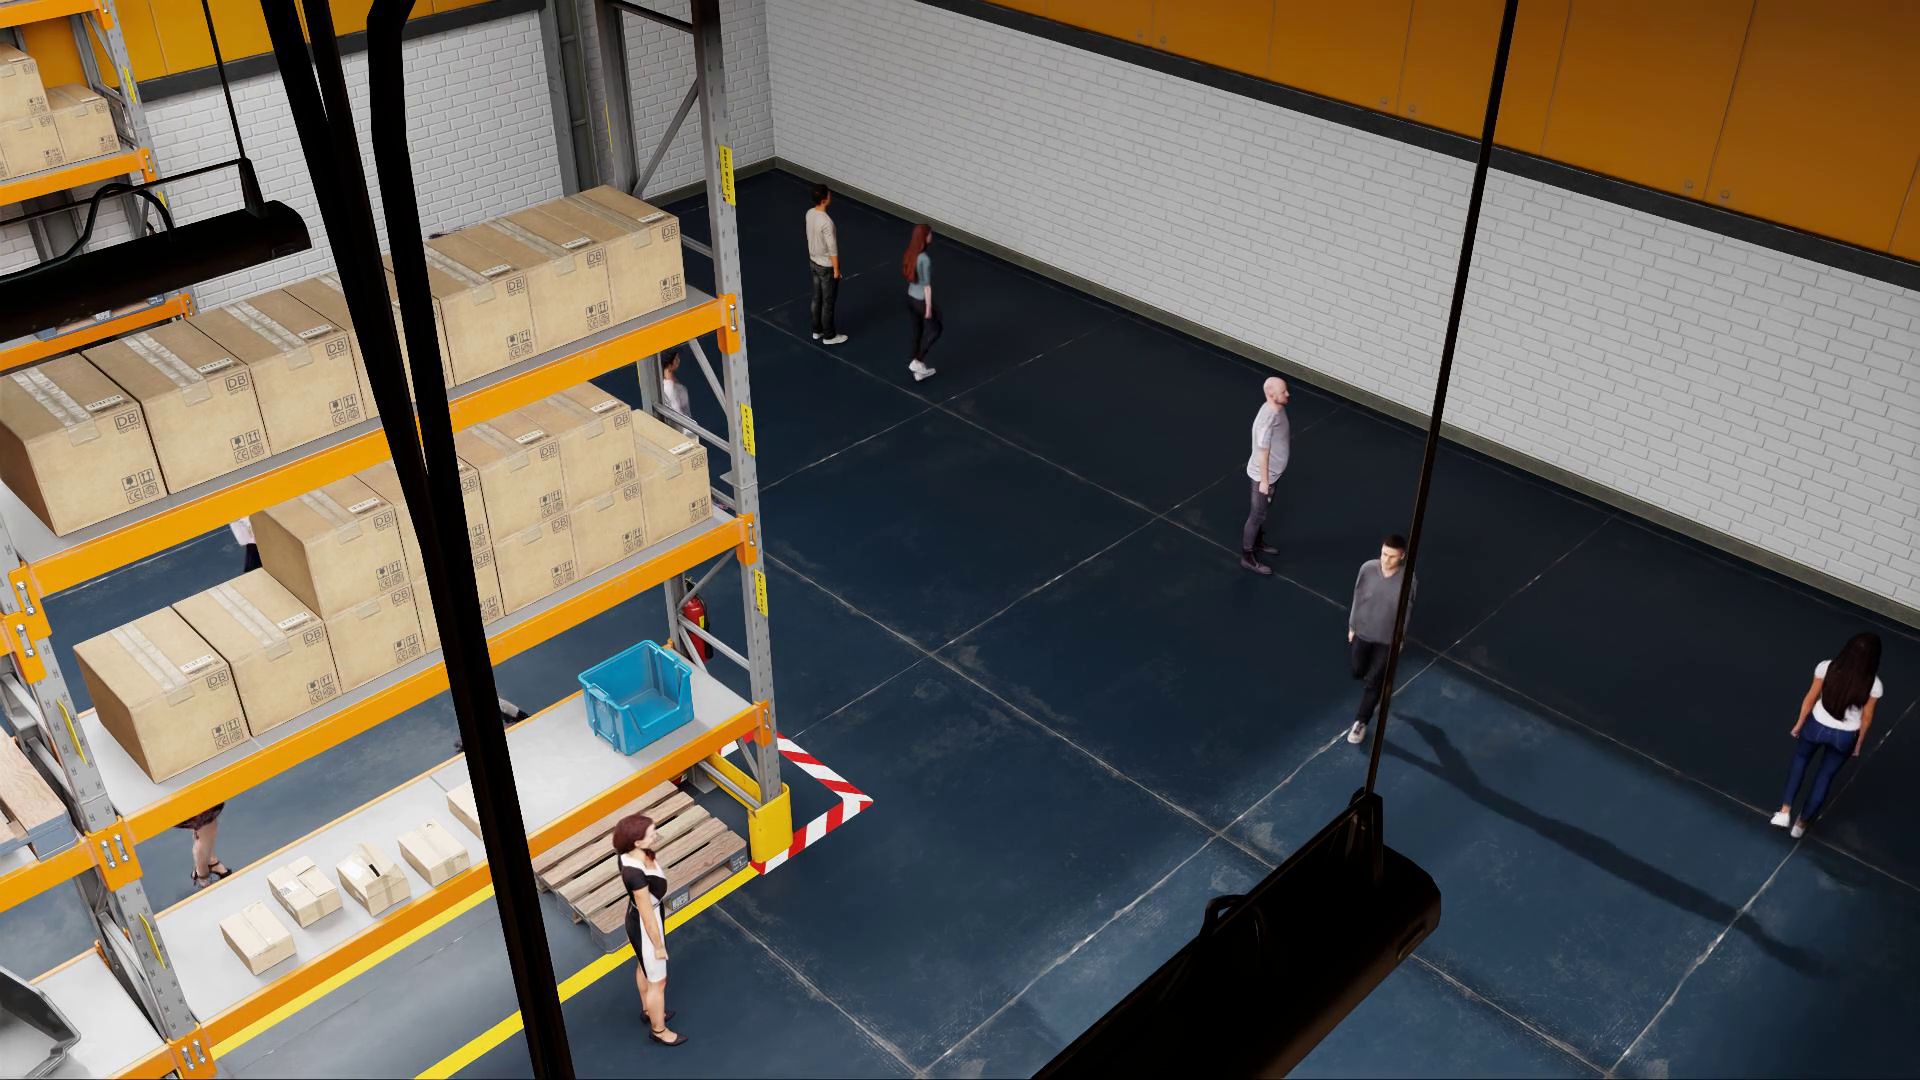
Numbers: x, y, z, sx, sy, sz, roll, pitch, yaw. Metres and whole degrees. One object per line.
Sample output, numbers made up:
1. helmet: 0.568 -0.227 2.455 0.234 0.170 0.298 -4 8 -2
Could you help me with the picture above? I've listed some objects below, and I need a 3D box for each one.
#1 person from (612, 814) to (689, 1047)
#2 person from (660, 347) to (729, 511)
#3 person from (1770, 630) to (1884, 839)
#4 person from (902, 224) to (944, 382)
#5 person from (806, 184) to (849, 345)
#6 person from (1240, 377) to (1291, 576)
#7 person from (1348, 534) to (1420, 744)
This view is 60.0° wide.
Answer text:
1. person: -1.887 2.357 10.038 0.607 1.797 0.641 -13 36 -19
2. person: -2.617 -0.897 14.983 1.136 1.741 0.984 -6 34 -8
3. person: 5.991 1.398 11.508 0.640 1.766 0.719 23 40 31
4. person: -0.472 -2.445 17.318 0.652 1.736 0.653 -20 38 -27
5. person: -1.490 -3.010 18.098 0.584 1.811 0.694 -22 40 -30
6. person: 2.654 -0.598 14.451 0.802 1.832 0.670 12 36 18
7. person: 3.194 0.681 12.609 0.782 1.742 1.040 17 37 24
